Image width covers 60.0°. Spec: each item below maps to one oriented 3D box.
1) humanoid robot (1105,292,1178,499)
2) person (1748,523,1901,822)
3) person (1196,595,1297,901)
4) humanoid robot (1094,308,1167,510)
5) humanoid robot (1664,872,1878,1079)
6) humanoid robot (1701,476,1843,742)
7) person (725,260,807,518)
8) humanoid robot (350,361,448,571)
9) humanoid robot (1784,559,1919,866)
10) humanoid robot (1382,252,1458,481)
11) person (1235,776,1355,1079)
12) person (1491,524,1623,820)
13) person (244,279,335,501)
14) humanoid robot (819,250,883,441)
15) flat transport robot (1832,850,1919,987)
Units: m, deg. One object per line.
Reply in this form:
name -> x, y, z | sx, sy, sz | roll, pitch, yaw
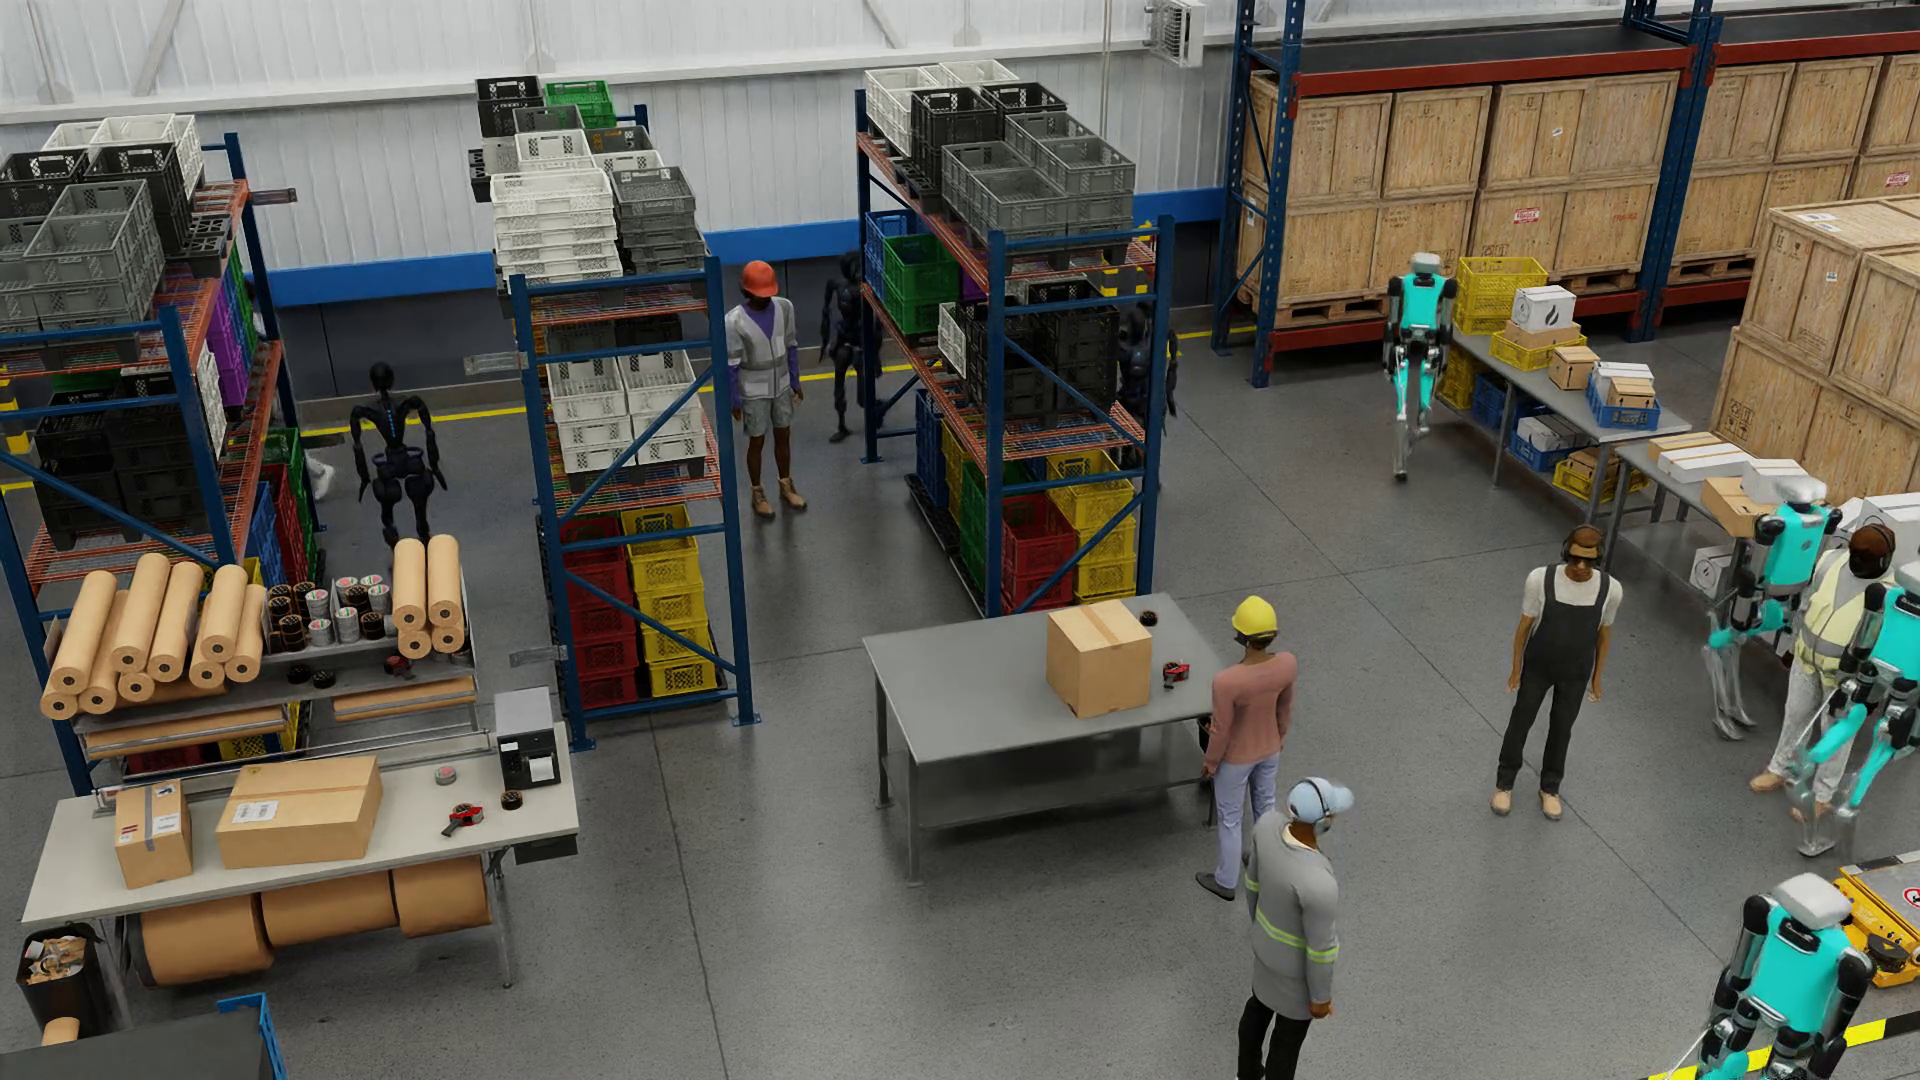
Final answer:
humanoid robot -> 1.357, -1.118, 12.726 | 0.610, 1.657, 0.399 | -6, 29, -10
person -> 4.860, 0.718, 9.235 | 0.429, 1.833, 0.633 | -12, 31, -21
person -> 1.473, 1.079, 8.642 | 0.532, 1.766, 0.324 | -16, 32, -26
humanoid robot -> 1.243, -0.982, 12.500 | 0.609, 1.635, 0.601 | -6, 29, -11
humanoid robot -> 3.084, 2.178, 6.665 | 0.874, 1.754, 0.545 | -15, 32, -25
humanoid robot -> 4.722, 0.342, 9.968 | 0.541, 1.758, 0.670 | -8, 30, -15
person -> -1.438, -1.123, 12.385 | 0.607, 2.031, 0.404 | -21, 35, -33
humanoid robot -> -3.894, -0.469, 11.555 | 0.596, 1.643, 0.462 | -14, 32, -23
humanoid robot -> 4.761, 1.024, 8.847 | 0.782, 1.843, 0.536 | -17, 33, -28
humanoid robot -> 3.581, -1.294, 13.048 | 0.533, 1.783, 0.971 | 4, 29, 8
person -> 1.466, 1.792, 7.256 | 0.386, 1.850, 0.598 | -10, 30, -17
person -> 3.304, 0.728, 9.199 | 0.505, 1.846, 0.351 | 6, 29, 11
person -> -5.244, -1.094, 12.509 | 0.721, 1.850, 0.543 | -14, 32, -24
humanoid robot -> -0.865, -1.611, 13.632 | 0.613, 1.643, 0.498 | 13, 31, 22
flat transport robot -> 5.163, 1.916, 8.676 | 1.431, 0.231, 0.659 | -8, 30, -14
